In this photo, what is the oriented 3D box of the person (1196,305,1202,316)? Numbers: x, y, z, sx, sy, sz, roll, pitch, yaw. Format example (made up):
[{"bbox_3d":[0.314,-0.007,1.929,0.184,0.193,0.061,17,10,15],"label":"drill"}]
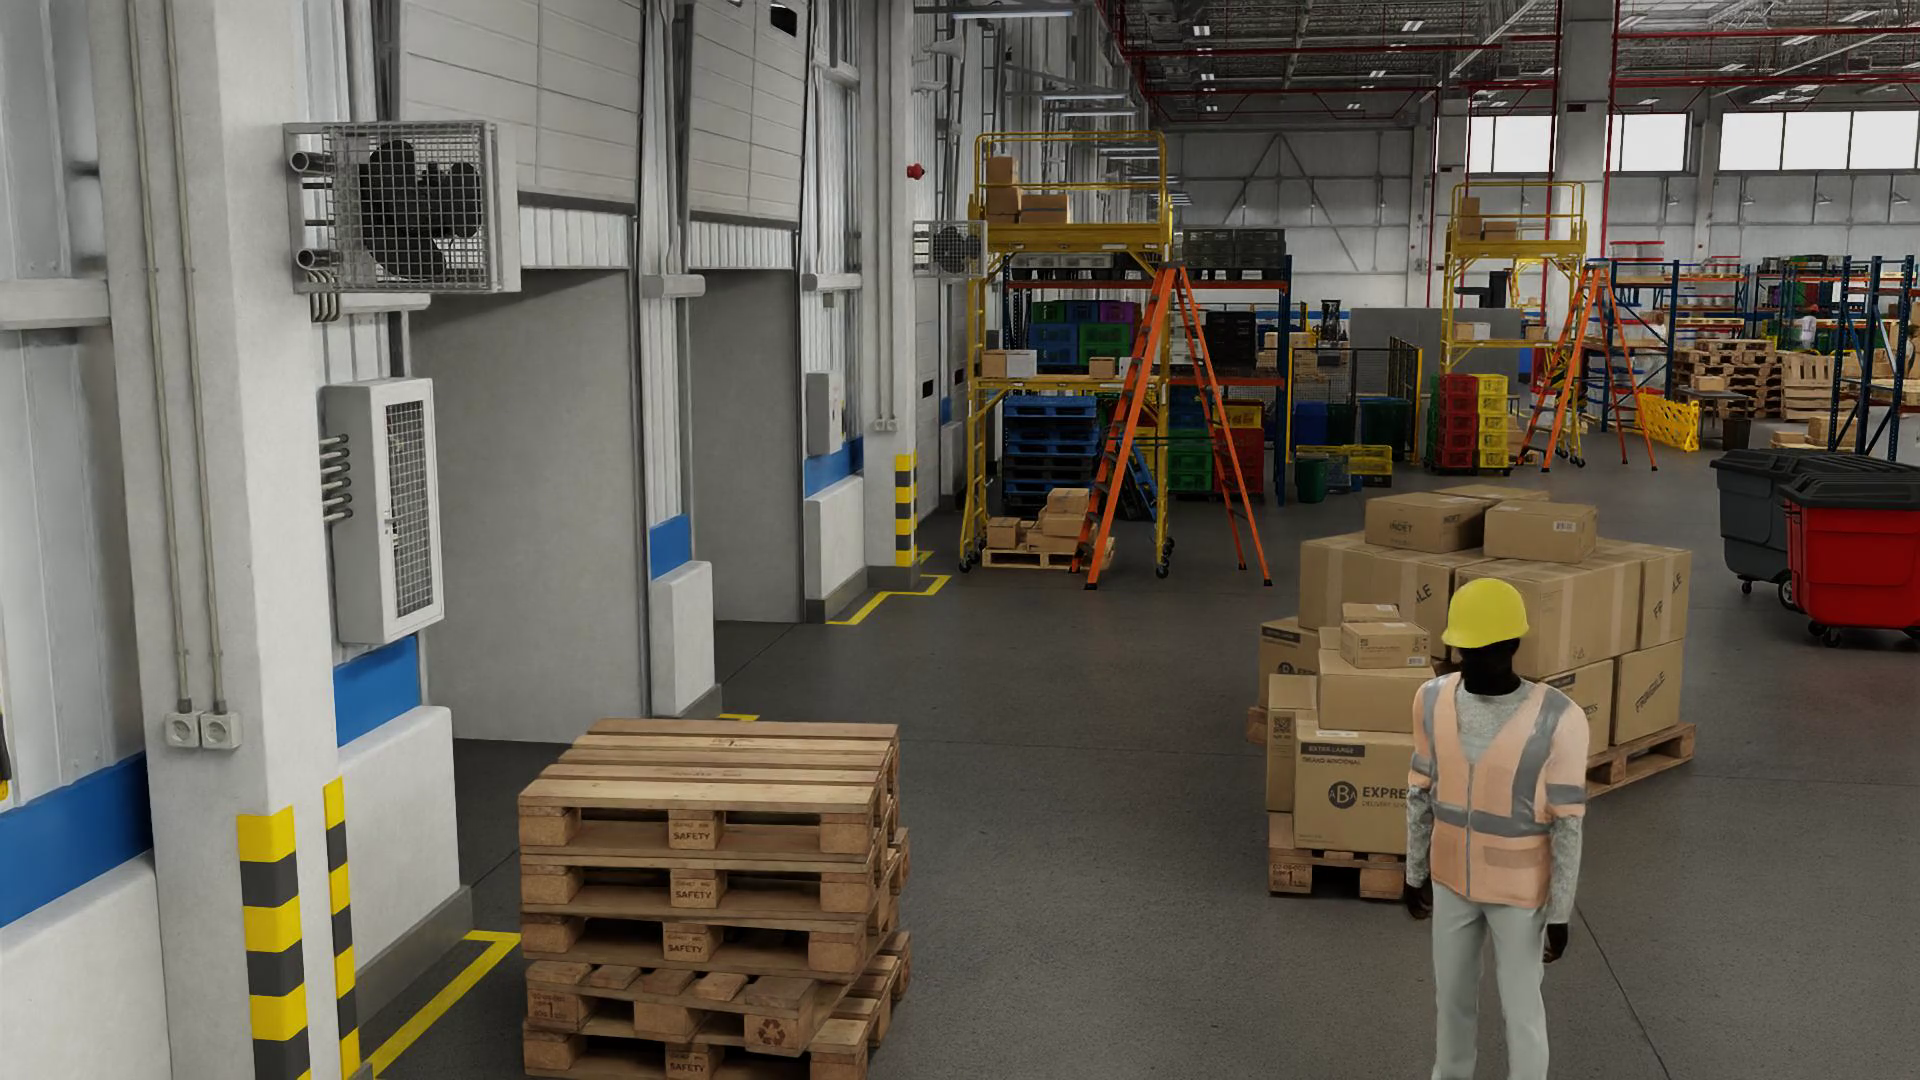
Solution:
[{"bbox_3d":[6.338,-5.339,44.630,0.544,1.929,0.386,-5,11,-30],"label":"person"}]

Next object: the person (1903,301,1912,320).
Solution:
[{"bbox_3d":[29.548,-6.510,51.882,0.662,1.910,0.846,1,9,4],"label":"person"}]

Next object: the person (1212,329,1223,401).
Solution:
[{"bbox_3d":[5.436,-3.626,34.977,0.314,1.634,0.516,-3,10,-20],"label":"person"}]

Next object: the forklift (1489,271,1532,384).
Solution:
[{"bbox_3d":[13.422,-5.322,41.591,1.873,2.768,1.129,1,9,9],"label":"forklift"}]

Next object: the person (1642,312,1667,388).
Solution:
[{"bbox_3d":[16.980,-4.646,40.627,0.581,1.854,0.935,-4,10,-23],"label":"person"}]

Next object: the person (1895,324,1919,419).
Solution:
[{"bbox_3d":[18.177,-3.236,31.960,0.358,1.837,0.501,4,10,25],"label":"person"}]

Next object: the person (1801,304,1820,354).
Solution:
[{"bbox_3d":[23.836,-5.693,46.885,0.706,1.908,0.583,-1,9,-8],"label":"person"}]

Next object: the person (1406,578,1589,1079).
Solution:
[{"bbox_3d":[1.639,1.059,5.201,0.398,1.918,0.586,-9,13,-43],"label":"person"}]

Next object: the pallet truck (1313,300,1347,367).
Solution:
[{"bbox_3d":[11.159,-6.200,49.718,0.823,1.965,1.885,4,10,26],"label":"pallet truck"}]

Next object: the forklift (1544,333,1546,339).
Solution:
[{"bbox_3d":[17.130,-6.065,46.169,1.873,2.768,1.129,-3,10,-19],"label":"forklift"}]

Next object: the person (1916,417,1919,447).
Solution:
[{"bbox_3d":[15.715,-2.349,26.784,0.486,1.738,0.322,-5,10,-27],"label":"person"}]
